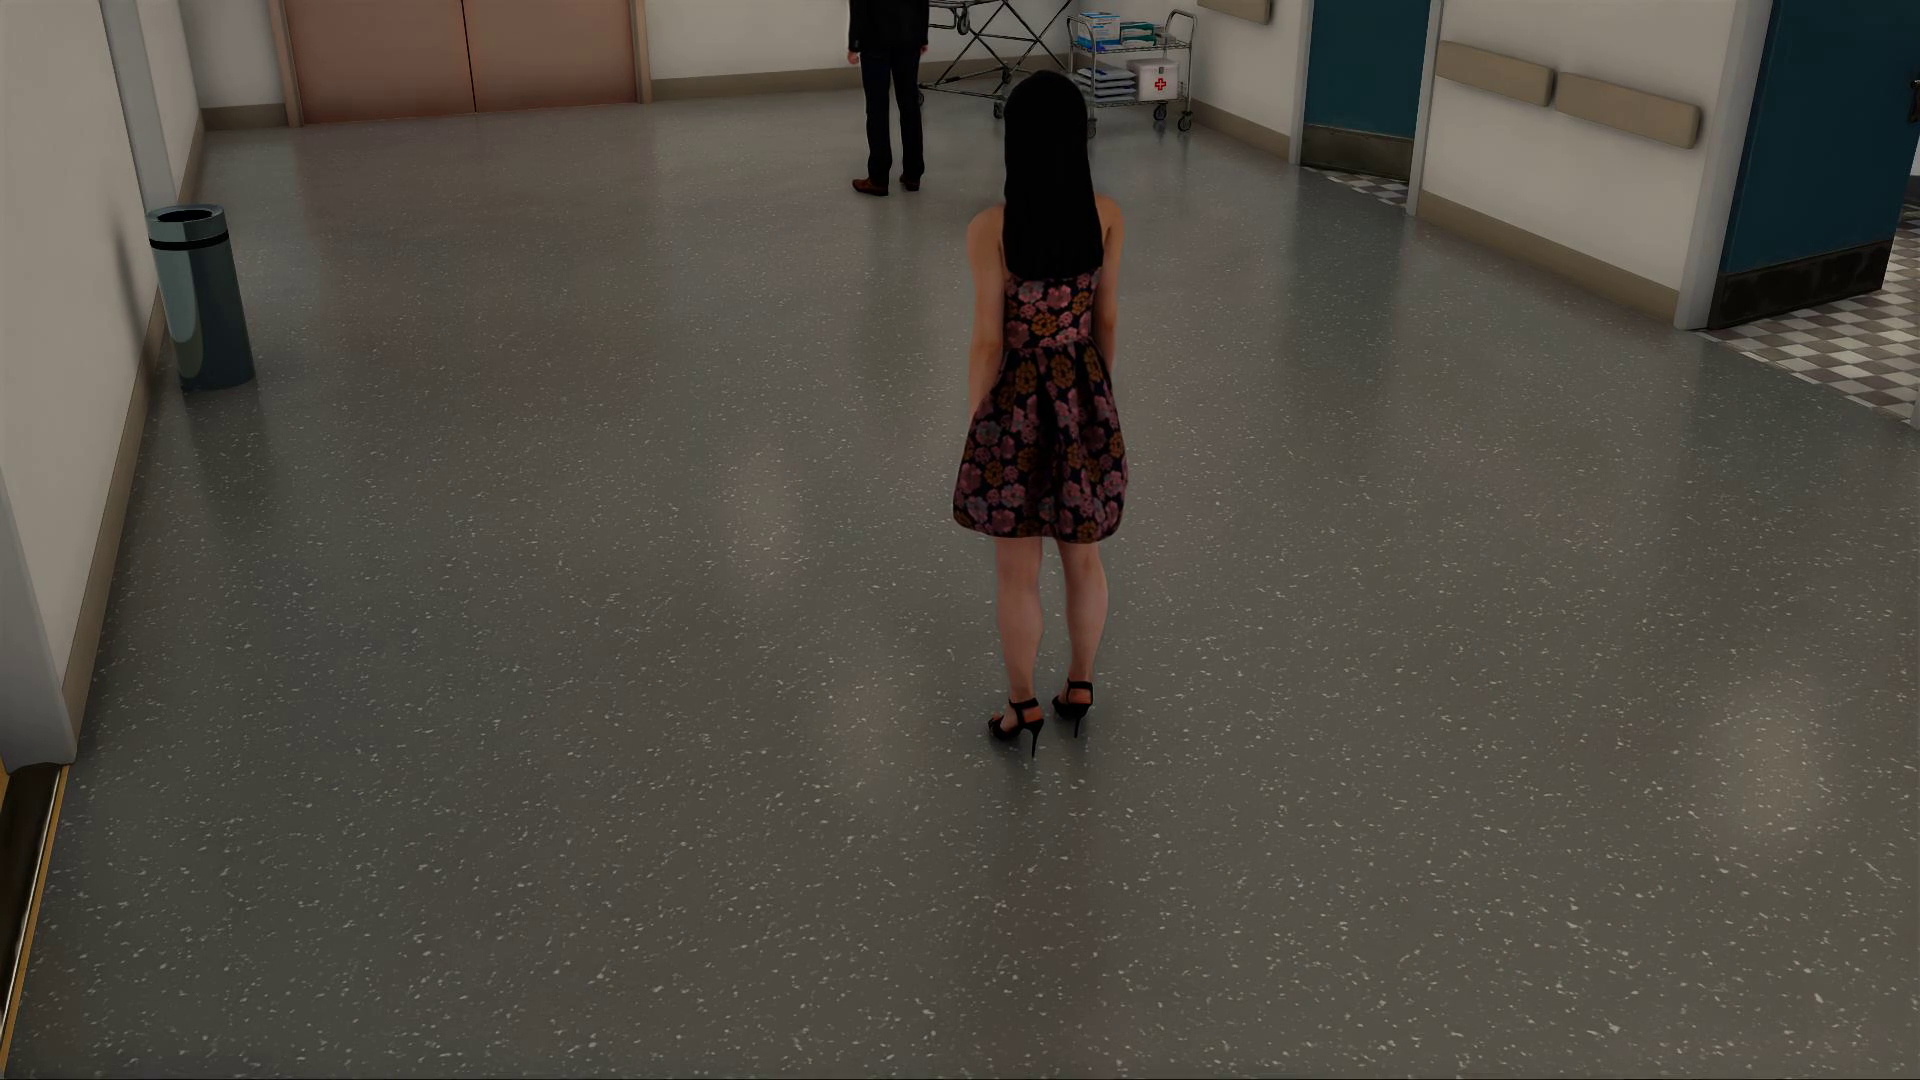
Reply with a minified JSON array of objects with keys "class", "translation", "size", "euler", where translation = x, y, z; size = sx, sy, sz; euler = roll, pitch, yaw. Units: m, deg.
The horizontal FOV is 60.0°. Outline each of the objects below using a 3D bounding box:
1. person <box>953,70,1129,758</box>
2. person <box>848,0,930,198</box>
[{"class":"person","translation":[0.206,-0.275,4.178],"size":[0.669,1.773,0.673],"euler":[-11,28,-21]},{"class":"person","translation":[-0.409,-2.917,9.626],"size":[0.708,1.800,0.638],"euler":[-14,29,-27]}]
